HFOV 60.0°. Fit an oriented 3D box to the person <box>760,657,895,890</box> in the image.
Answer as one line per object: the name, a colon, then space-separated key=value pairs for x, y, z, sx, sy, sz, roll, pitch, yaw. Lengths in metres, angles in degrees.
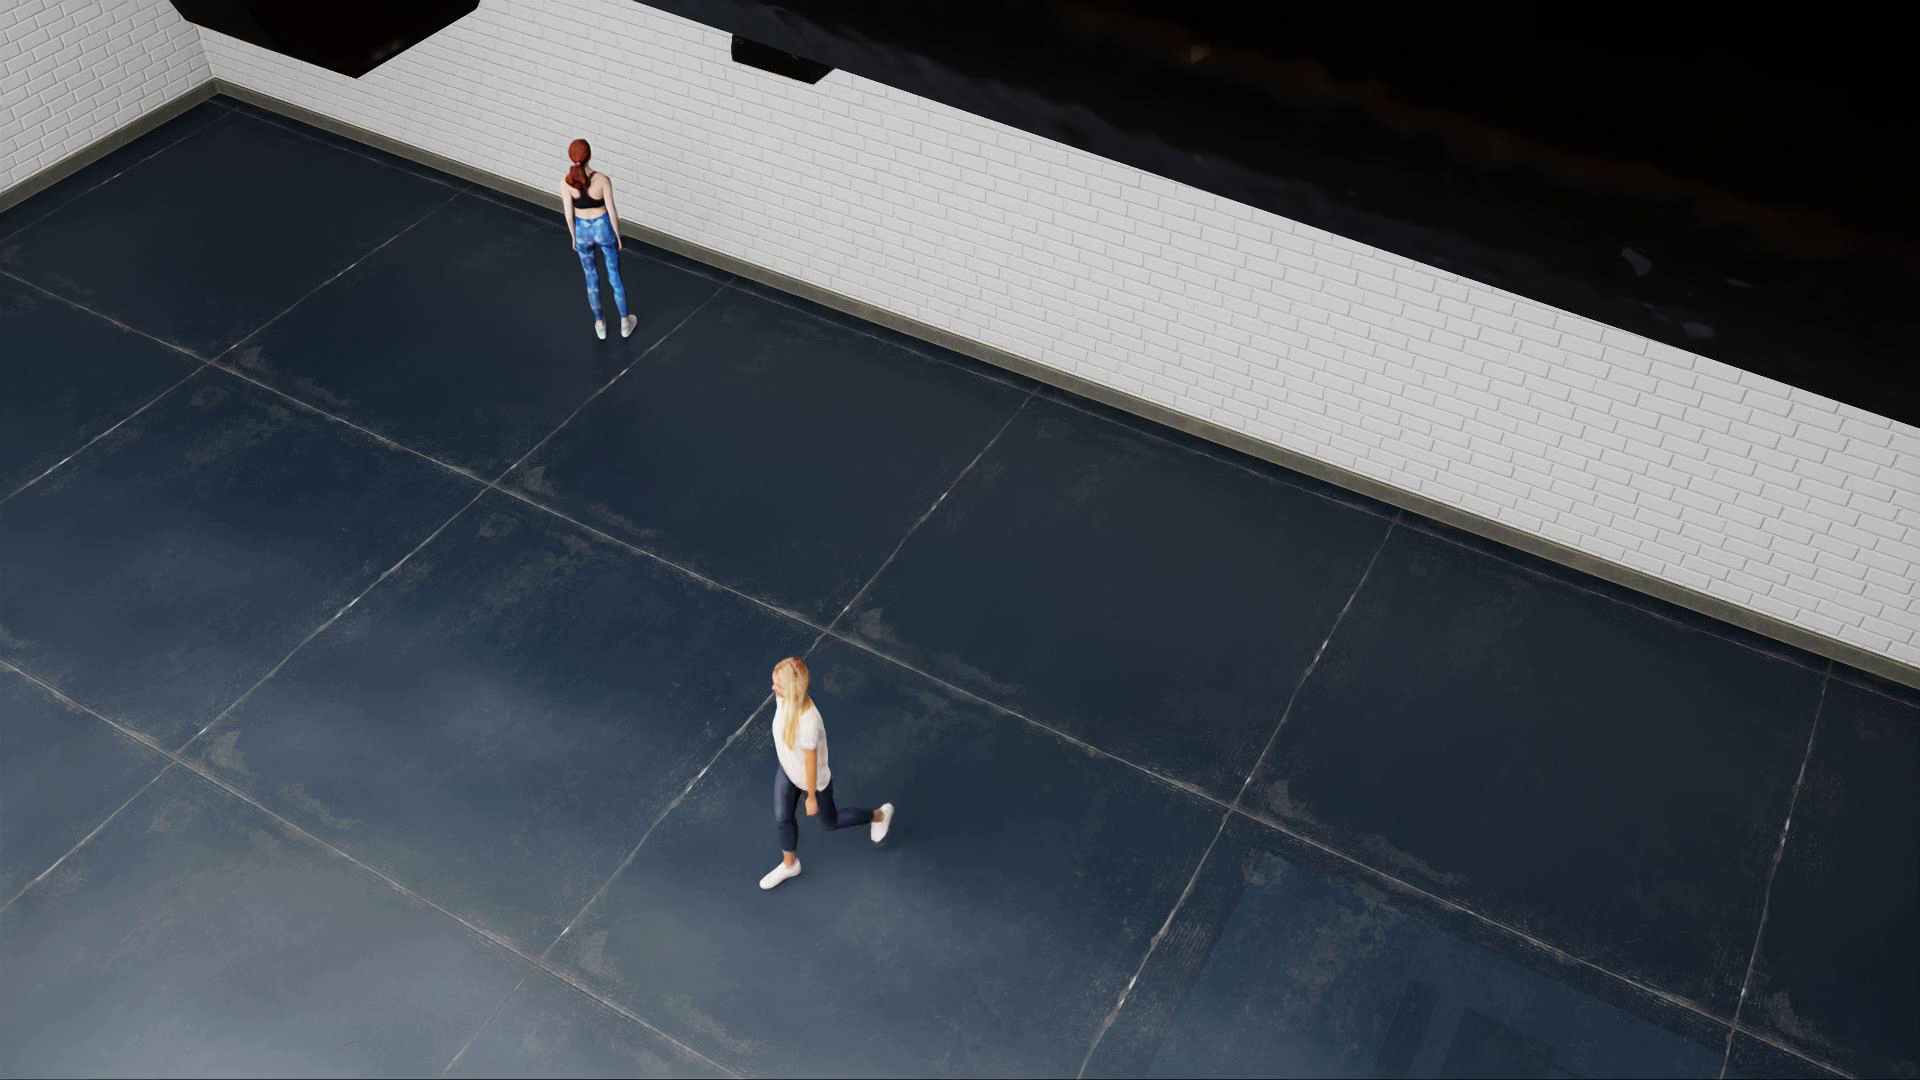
person: x=-0.779 y=1.291 z=9.374 sx=1.173 sy=1.784 sz=0.891 roll=-26 pitch=49 yaw=-25

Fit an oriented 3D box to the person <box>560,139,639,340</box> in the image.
person: x=-2.898 y=-2.392 z=13.246 sx=0.674 sy=1.784 sz=0.718 roll=-3 pitch=44 yaw=-3
